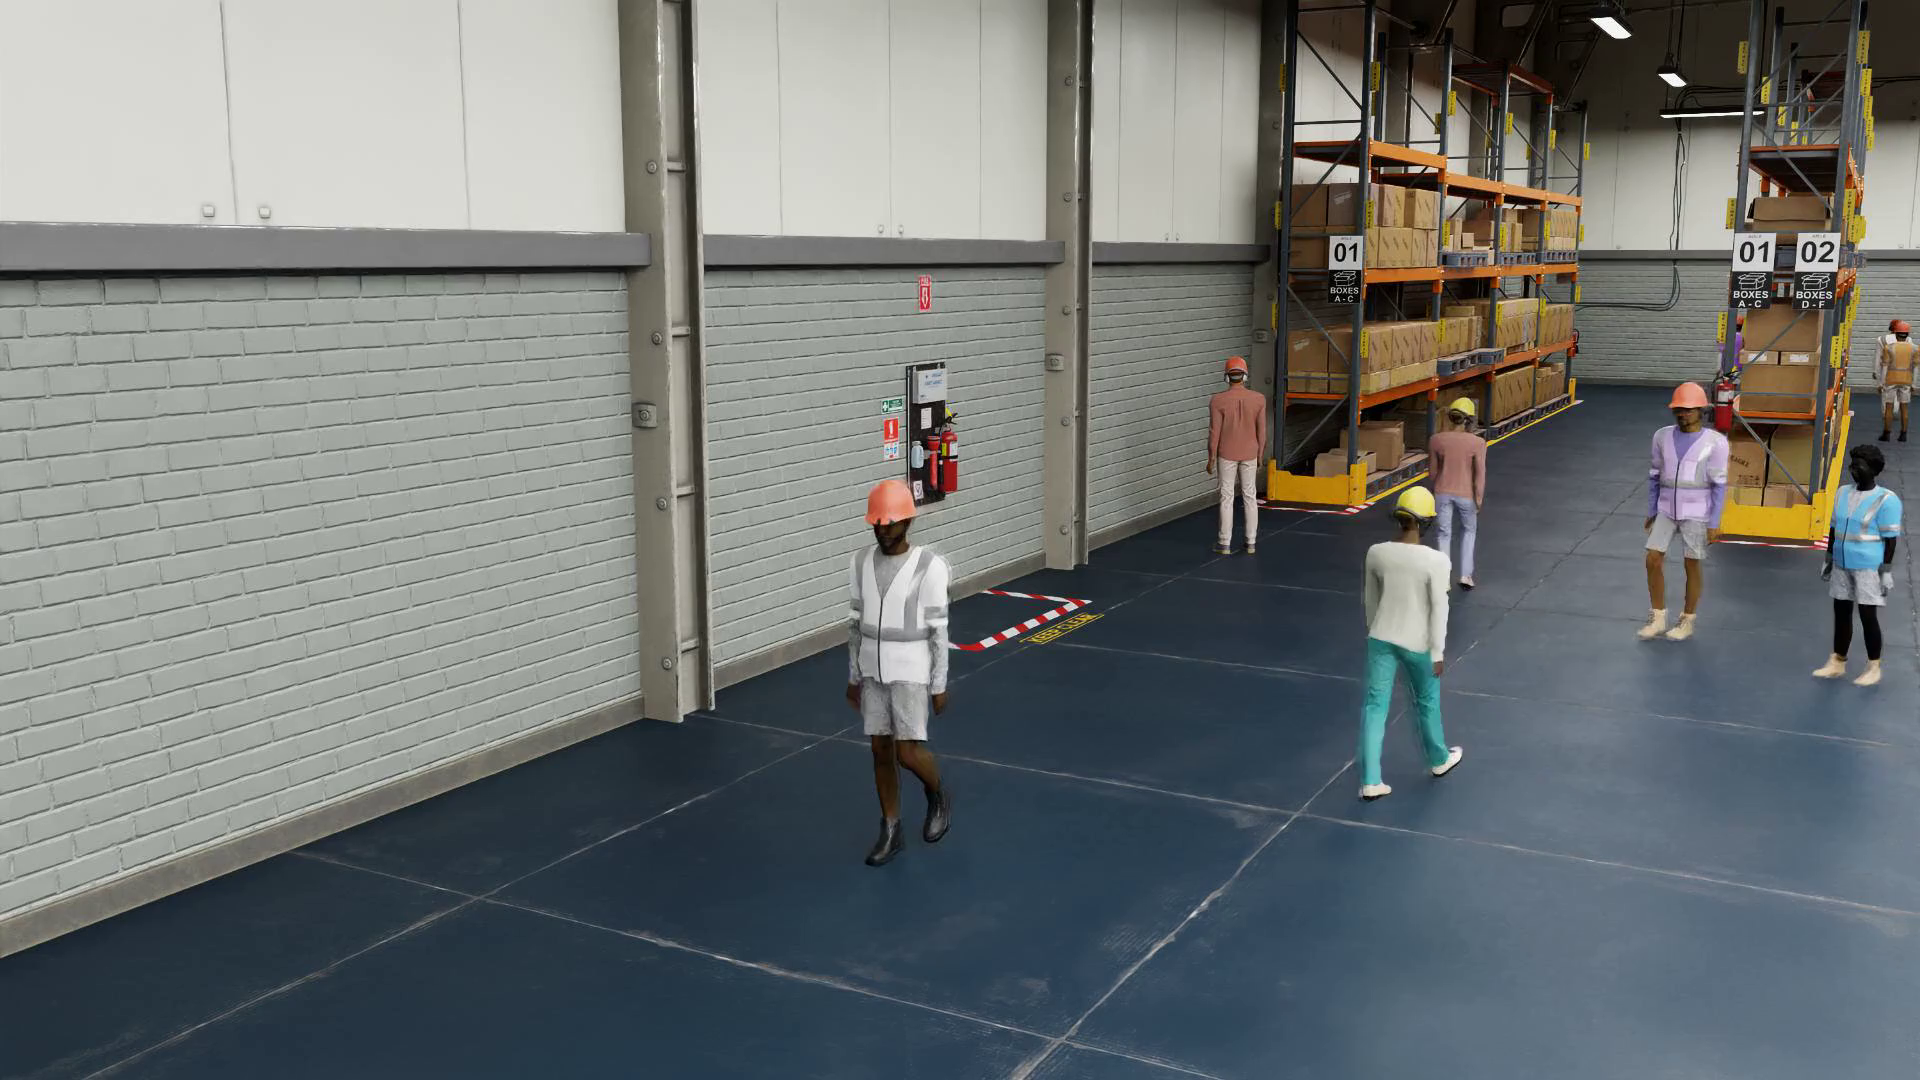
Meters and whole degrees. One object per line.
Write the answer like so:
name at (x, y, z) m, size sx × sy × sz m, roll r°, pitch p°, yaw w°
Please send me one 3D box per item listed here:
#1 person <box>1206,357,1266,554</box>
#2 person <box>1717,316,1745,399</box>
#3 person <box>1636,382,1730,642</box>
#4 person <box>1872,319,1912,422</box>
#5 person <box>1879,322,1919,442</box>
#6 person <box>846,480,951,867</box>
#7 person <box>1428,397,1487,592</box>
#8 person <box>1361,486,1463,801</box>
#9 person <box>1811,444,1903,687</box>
person at (2.779, -0.849, 16.766) m, size 0.608 × 1.987 × 0.391 m, roll -2°, pitch 10°, yaw -11°
person at (14.478, -3.239, 31.073) m, size 0.563 × 1.879 × 1.012 m, roll 7°, pitch 12°, yaw 35°
person at (5.514, -0.191, 12.792) m, size 0.686 × 2.024 × 0.636 m, roll -8°, pitch 13°, yaw -40°
person at (16.879, -3.075, 30.171) m, size 0.580 × 1.862 × 0.669 m, roll 4°, pitch 10°, yaw 22°
person at (15.161, -2.552, 26.893) m, size 0.551 × 1.933 × 0.378 m, roll 2°, pitch 10°, yaw 12°
person at (-0.303, 0.645, 8.231) m, size 0.546 × 1.923 × 0.488 m, roll 6°, pitch 11°, yaw 30°
person at (4.438, -0.400, 14.873) m, size 0.524 × 1.743 × 0.611 m, roll 5°, pitch 11°, yaw 27°
person at (2.522, 0.555, 9.292) m, size 0.550 × 1.718 × 0.882 m, roll 9°, pitch 13°, yaw 42°
person at (6.290, 0.172, 11.639) m, size 0.317 × 1.696 × 0.546 m, roll -3°, pitch 10°, yaw -18°
